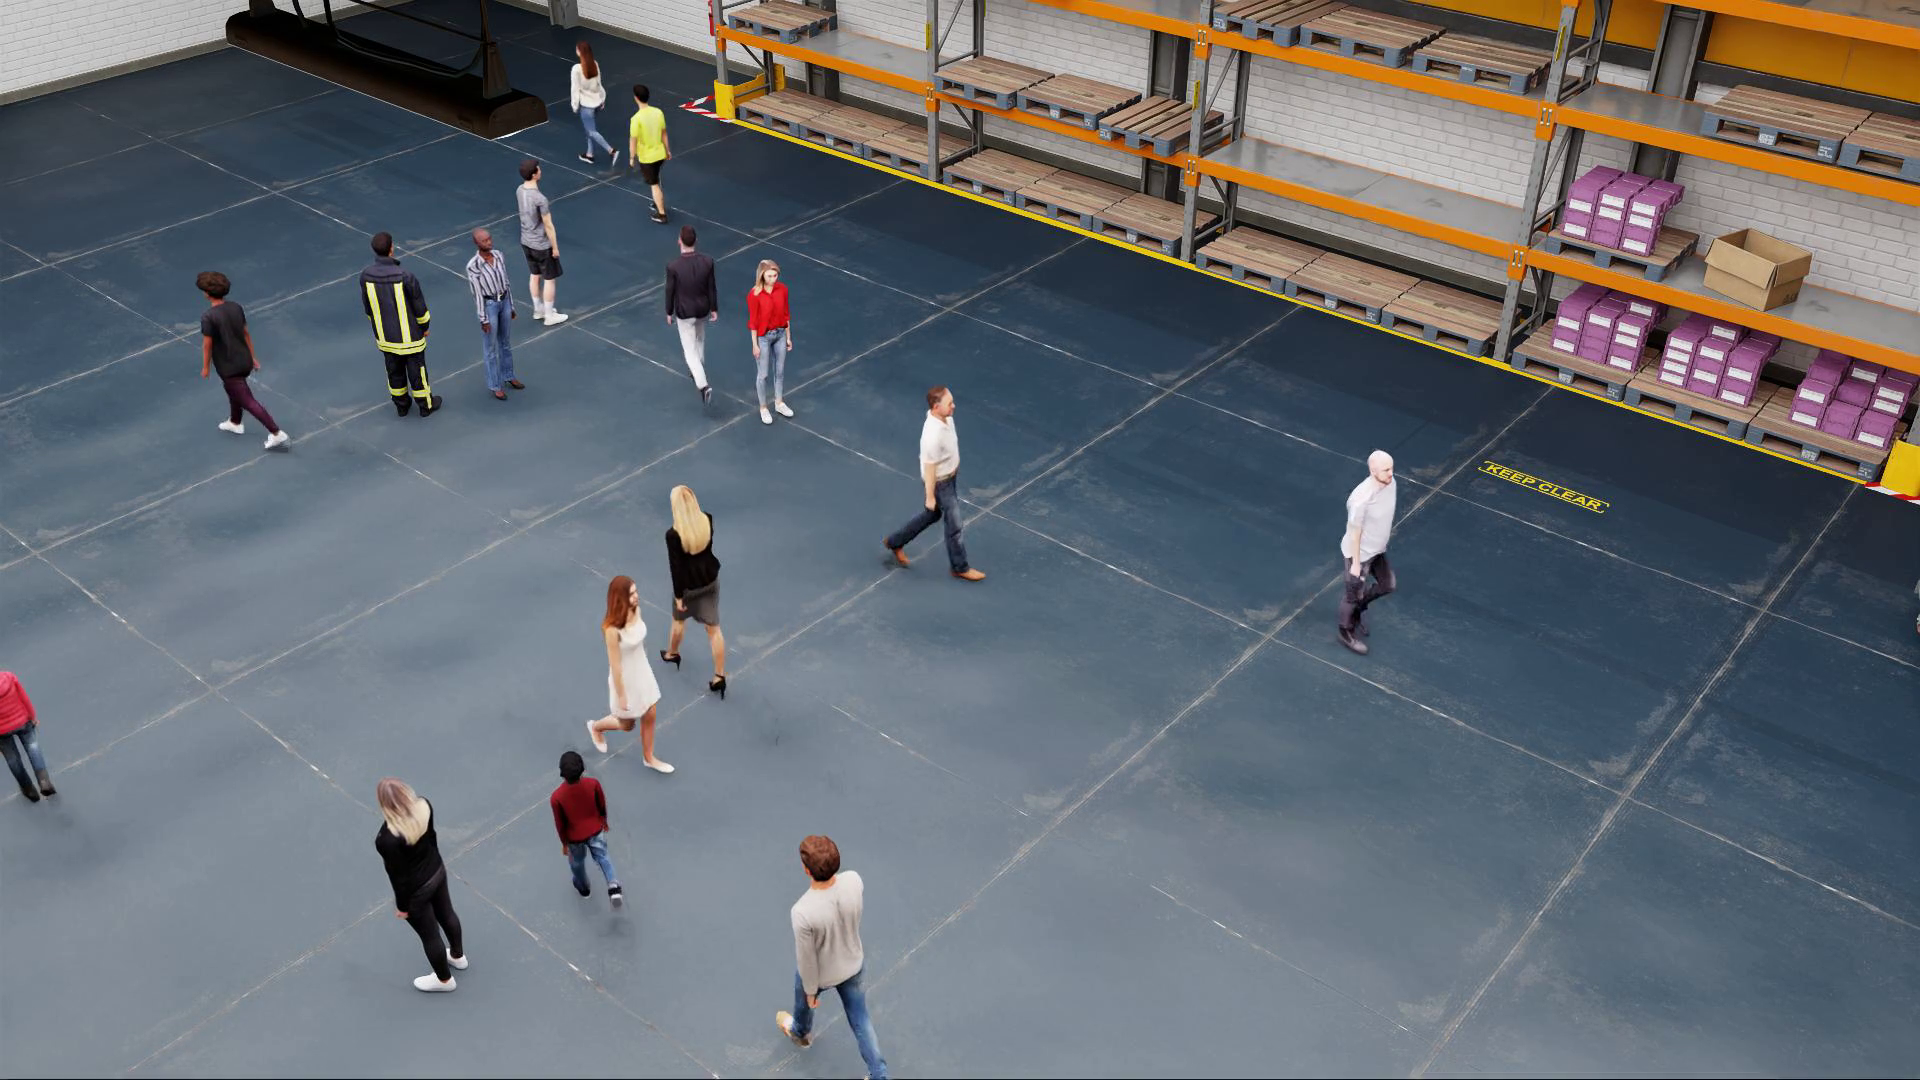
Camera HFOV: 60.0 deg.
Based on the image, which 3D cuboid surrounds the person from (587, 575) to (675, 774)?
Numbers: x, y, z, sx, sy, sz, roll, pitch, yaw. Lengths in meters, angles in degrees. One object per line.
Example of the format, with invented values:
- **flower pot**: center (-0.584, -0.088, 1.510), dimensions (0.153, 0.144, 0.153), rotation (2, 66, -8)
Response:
- **person**: center (-2.432, 0.967, 11.900), dimensions (0.943, 1.695, 0.661), rotation (17, 37, 24)

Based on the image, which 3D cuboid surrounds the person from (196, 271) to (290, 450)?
- **person**: center (-6.862, -1.684, 15.837), dimensions (1.211, 1.750, 0.940), rotation (9, 35, 13)

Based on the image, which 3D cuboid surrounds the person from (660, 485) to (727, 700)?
- **person**: center (-1.924, 0.423, 12.610), dimensions (0.707, 1.813, 1.011), rotation (-26, 42, -34)

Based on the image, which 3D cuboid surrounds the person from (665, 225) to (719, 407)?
- **person**: center (-2.643, -2.215, 16.578), dimensions (0.985, 1.815, 1.217), rotation (-14, 36, -20)

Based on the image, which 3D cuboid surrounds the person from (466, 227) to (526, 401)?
- **person**: center (-4.690, -2.296, 16.716), dimensions (0.591, 1.796, 0.660), rotation (17, 37, 24)

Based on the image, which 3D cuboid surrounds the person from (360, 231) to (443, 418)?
- **person**: center (-5.511, -2.108, 16.316), dimensions (0.836, 1.926, 0.950), rotation (3, 34, 5)

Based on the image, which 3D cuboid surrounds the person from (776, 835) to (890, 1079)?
- **person**: center (-0.663, 2.477, 9.480), dimensions (0.873, 1.858, 1.288), rotation (-22, 39, -29)

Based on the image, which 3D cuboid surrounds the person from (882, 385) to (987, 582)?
- **person**: center (-0.268, -0.491, 13.977), dimensions (1.278, 1.823, 1.018), rotation (8, 34, 12)

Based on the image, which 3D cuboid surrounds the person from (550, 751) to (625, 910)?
- **person**: center (-2.443, 1.927, 10.867), dimensions (0.638, 1.239, 0.807), rotation (-19, 38, -26)

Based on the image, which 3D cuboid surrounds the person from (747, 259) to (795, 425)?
- **person**: center (-1.862, -1.973, 16.312), dimensions (0.664, 1.706, 0.597), rotation (-21, 39, -29)

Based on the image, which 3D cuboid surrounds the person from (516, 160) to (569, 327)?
- **person**: center (-4.597, -3.231, 18.062), dimensions (0.492, 1.863, 0.721), rotation (26, 42, 33)

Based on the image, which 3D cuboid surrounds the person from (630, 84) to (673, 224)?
- **person**: center (-3.746, -4.735, 20.482), dimensions (0.727, 1.689, 0.634), rotation (26, 41, 33)

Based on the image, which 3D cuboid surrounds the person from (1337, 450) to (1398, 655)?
- **person**: center (3.147, 0.042, 13.175), dimensions (0.727, 1.823, 0.704), rotation (-27, 42, -34)

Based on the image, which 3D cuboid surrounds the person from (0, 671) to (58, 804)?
- **person**: center (-6.652, 1.340, 11.688), dimensions (0.552, 1.307, 0.661), rotation (-27, 42, -35)

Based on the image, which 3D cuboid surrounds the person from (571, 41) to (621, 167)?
- **person**: center (-4.851, -5.726, 21.987), dimensions (1.045, 1.674, 0.670), rotation (22, 40, 30)

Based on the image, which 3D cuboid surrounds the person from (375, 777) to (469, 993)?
- **person**: center (-3.292, 2.106, 10.193), dimensions (0.667, 1.686, 0.680), rotation (10, 35, 14)
